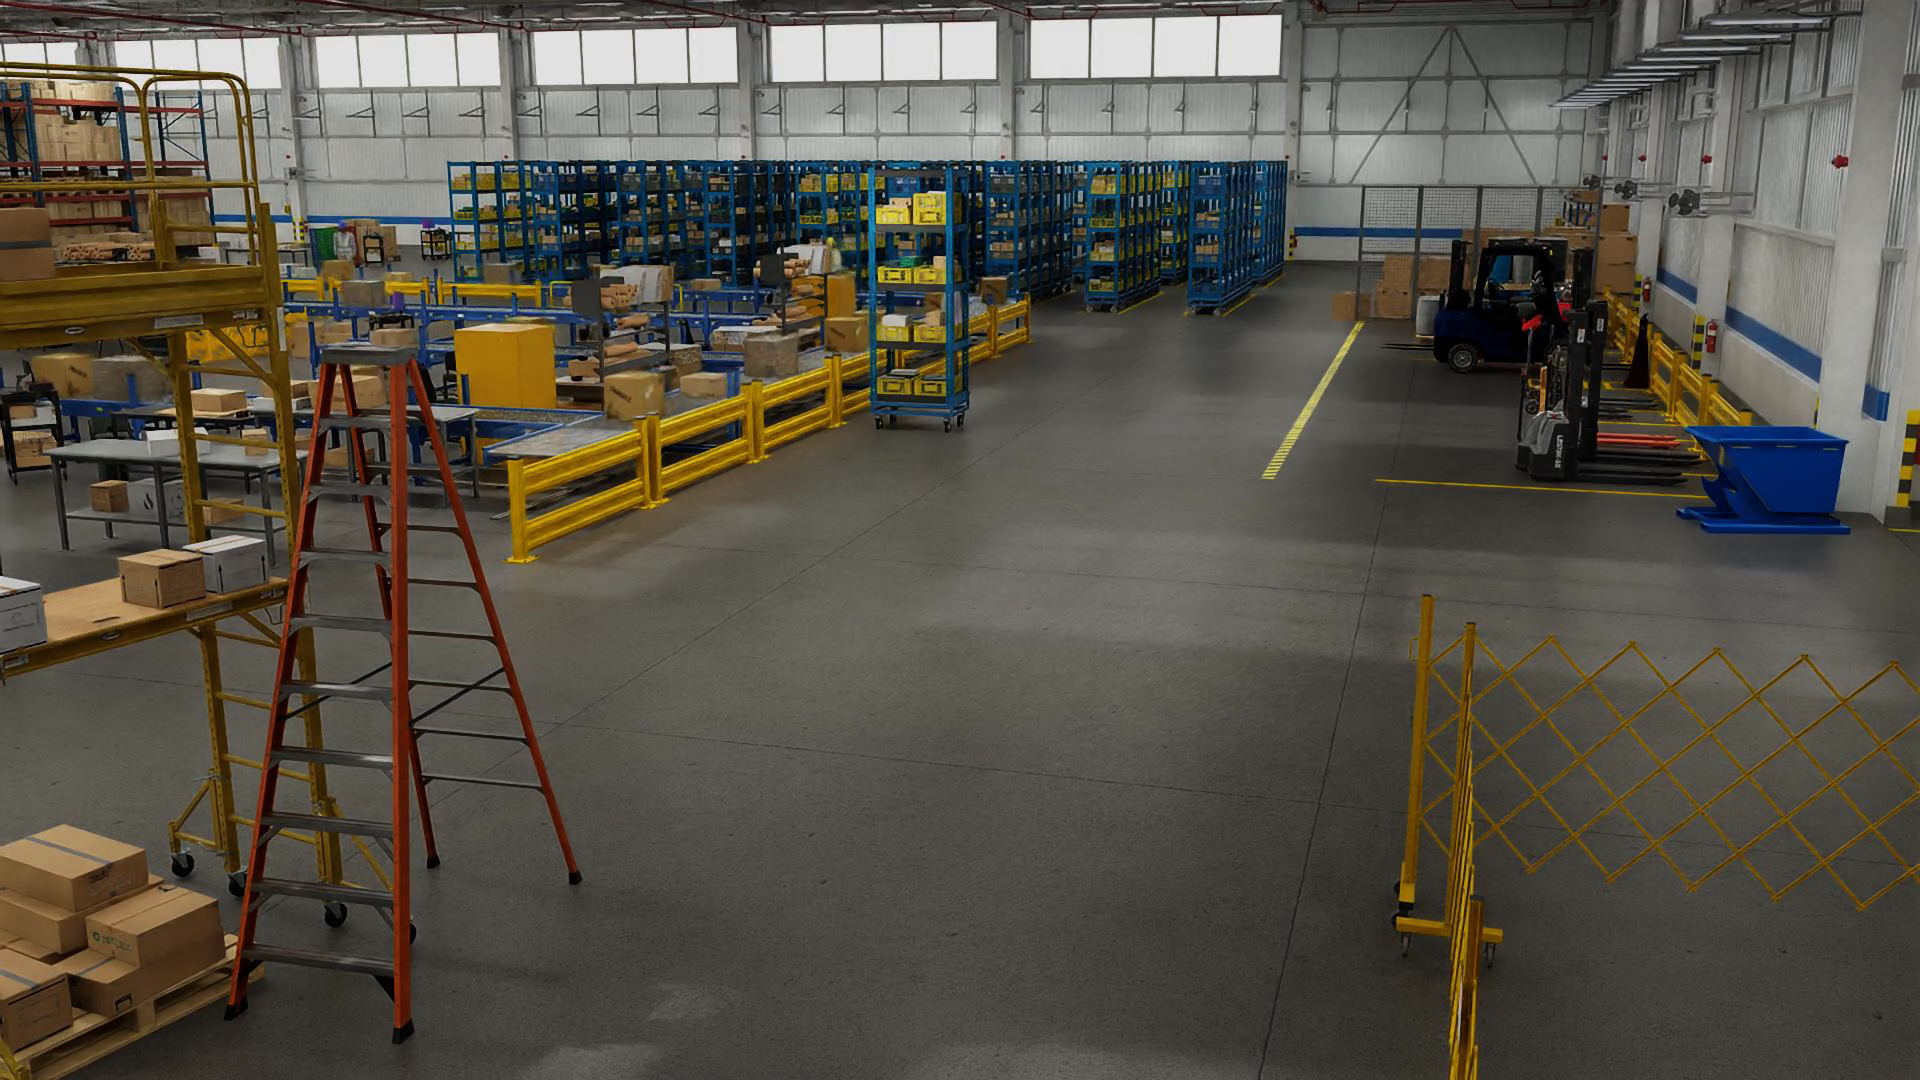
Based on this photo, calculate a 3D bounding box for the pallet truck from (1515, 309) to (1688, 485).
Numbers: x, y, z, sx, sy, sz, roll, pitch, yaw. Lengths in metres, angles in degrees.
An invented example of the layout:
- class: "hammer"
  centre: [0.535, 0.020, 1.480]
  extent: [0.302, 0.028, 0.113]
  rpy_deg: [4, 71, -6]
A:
- class: "pallet truck"
  centre: [7.554, -1.677, 19.446]
  extent: [1.885, 1.965, 0.823]
  rpy_deg: [3, 13, 14]

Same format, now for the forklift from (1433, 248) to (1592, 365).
- class: "forklift"
  centre: [9.780, -4.111, 29.280]
  extent: [2.680, 1.987, 1.157]
  rpy_deg: [3, 13, 14]

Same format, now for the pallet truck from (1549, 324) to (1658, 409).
- class: "pallet truck"
  centre: [9.824, -2.669, 25.407]
  extent: [1.601, 1.201, 0.680]
  rpy_deg: [4, 14, 16]

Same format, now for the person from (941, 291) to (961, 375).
- class: "person"
  centre: [-0.184, -3.540, 27.427]
  extent: [0.403, 2.035, 0.603]
  rpy_deg: [1, 13, 3]

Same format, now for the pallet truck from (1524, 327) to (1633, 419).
- class: "pallet truck"
  centre: [9.065, -2.460, 24.370]
  extent: [1.522, 1.261, 0.704]
  rpy_deg: [3, 13, 14]

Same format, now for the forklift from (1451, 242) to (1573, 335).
- class: "forklift"
  centre: [10.464, -4.597, 31.405]
  extent: [2.680, 1.987, 1.157]
  rpy_deg: [4, 14, 16]

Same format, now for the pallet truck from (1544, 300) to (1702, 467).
- class: "pallet truck"
  centre: [8.263, -1.952, 20.631]
  extent: [1.885, 1.965, 0.823]
  rpy_deg: [5, 14, 20]

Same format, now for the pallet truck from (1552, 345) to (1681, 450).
- class: "pallet truck"
  centre: [8.641, -1.896, 21.908]
  extent: [1.630, 1.274, 0.653]
  rpy_deg: [4, 14, 16]

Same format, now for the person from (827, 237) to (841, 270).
- class: "person"
  centre: [-3.141, -6.584, 41.116]
  extent: [0.927, 1.791, 0.588]
  rpy_deg: [6, 14, 25]

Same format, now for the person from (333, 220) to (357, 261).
- class: "person"
  centre: [-17.720, -8.249, 47.968]
  extent: [0.622, 1.928, 0.544]
  rpy_deg: [-2, 13, -8]
